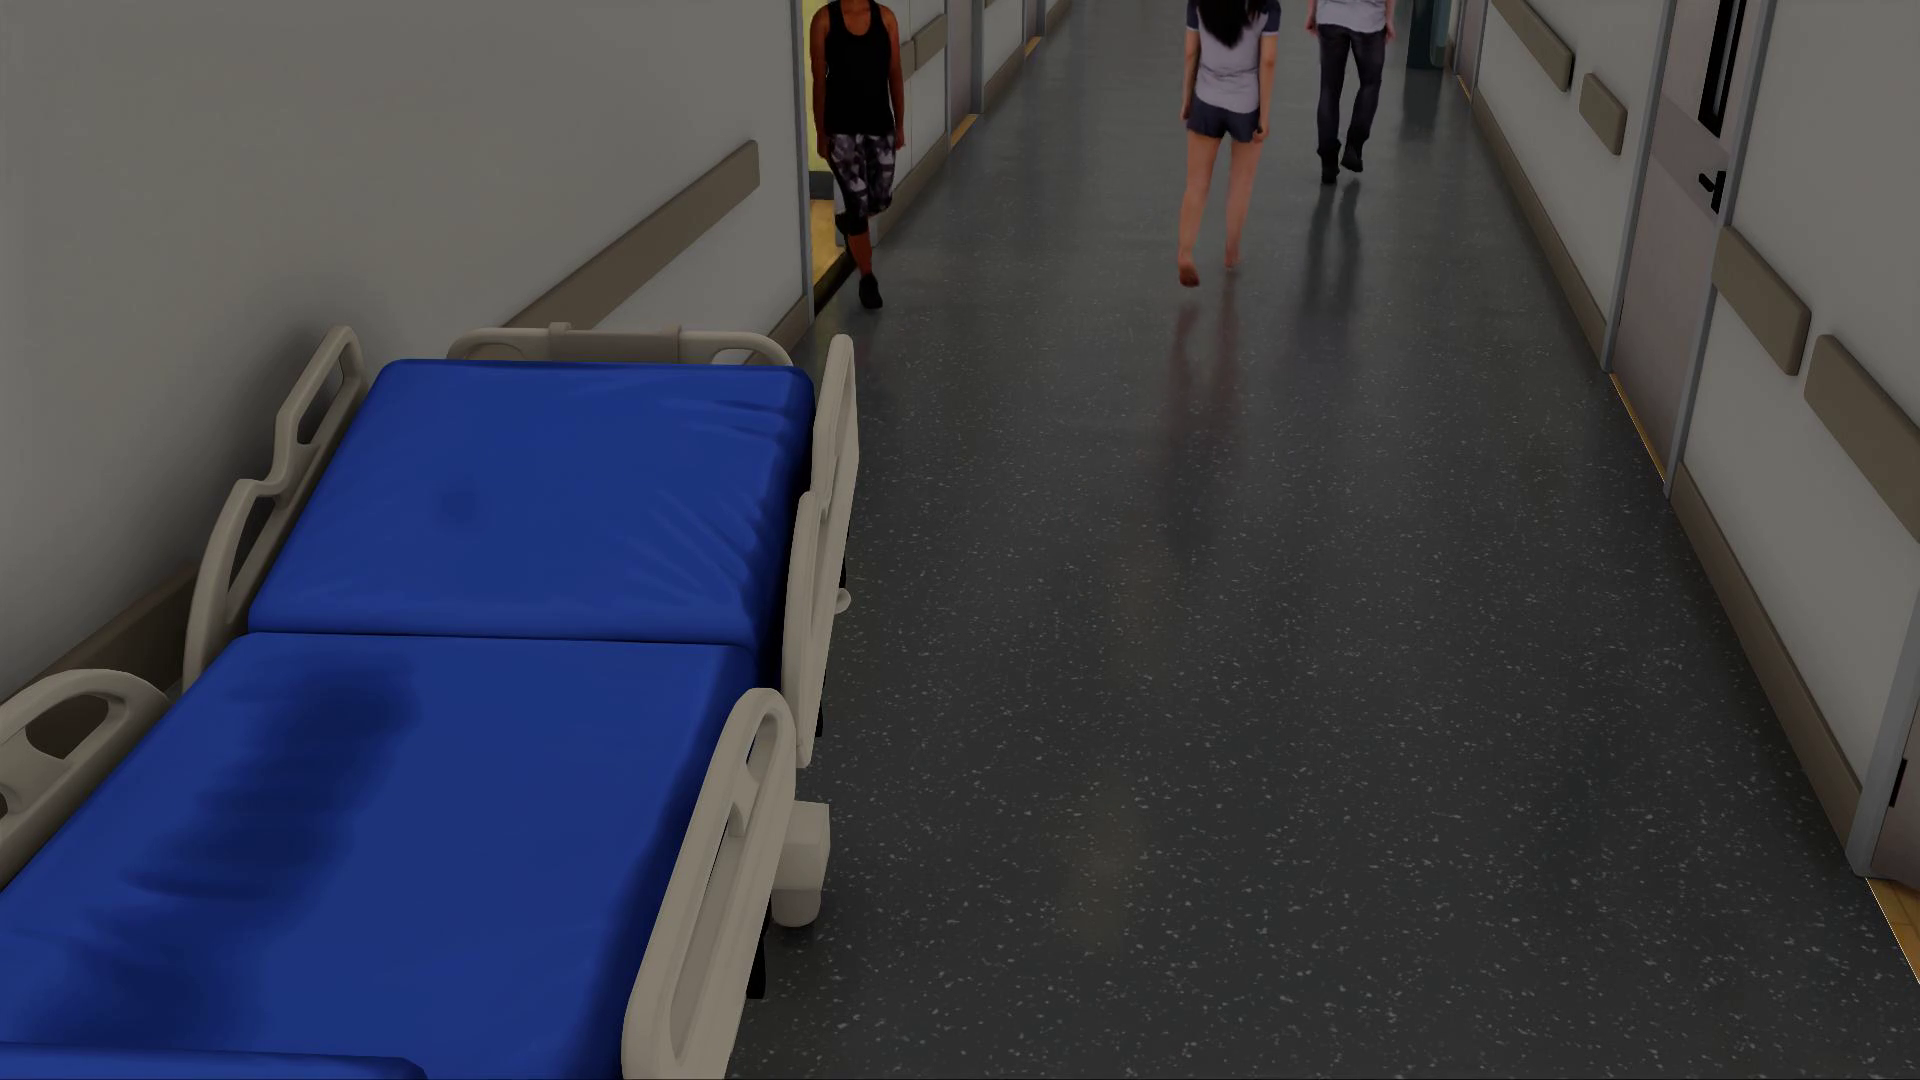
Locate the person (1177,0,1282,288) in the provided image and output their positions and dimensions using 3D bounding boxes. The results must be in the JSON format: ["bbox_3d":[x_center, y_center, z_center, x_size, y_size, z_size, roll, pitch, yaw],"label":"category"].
[{"bbox_3d":[1.223,-2.005,7.788,1.055,1.677,0.777,9,27,17],"label":"person"}]

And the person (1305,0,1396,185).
[{"bbox_3d":[2.250,-2.976,9.631,0.613,1.824,0.776,8,27,16],"label":"person"}]

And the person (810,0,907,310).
[{"bbox_3d":[-0.501,-1.911,7.620,0.891,1.653,0.898,-12,28,-23],"label":"person"}]
